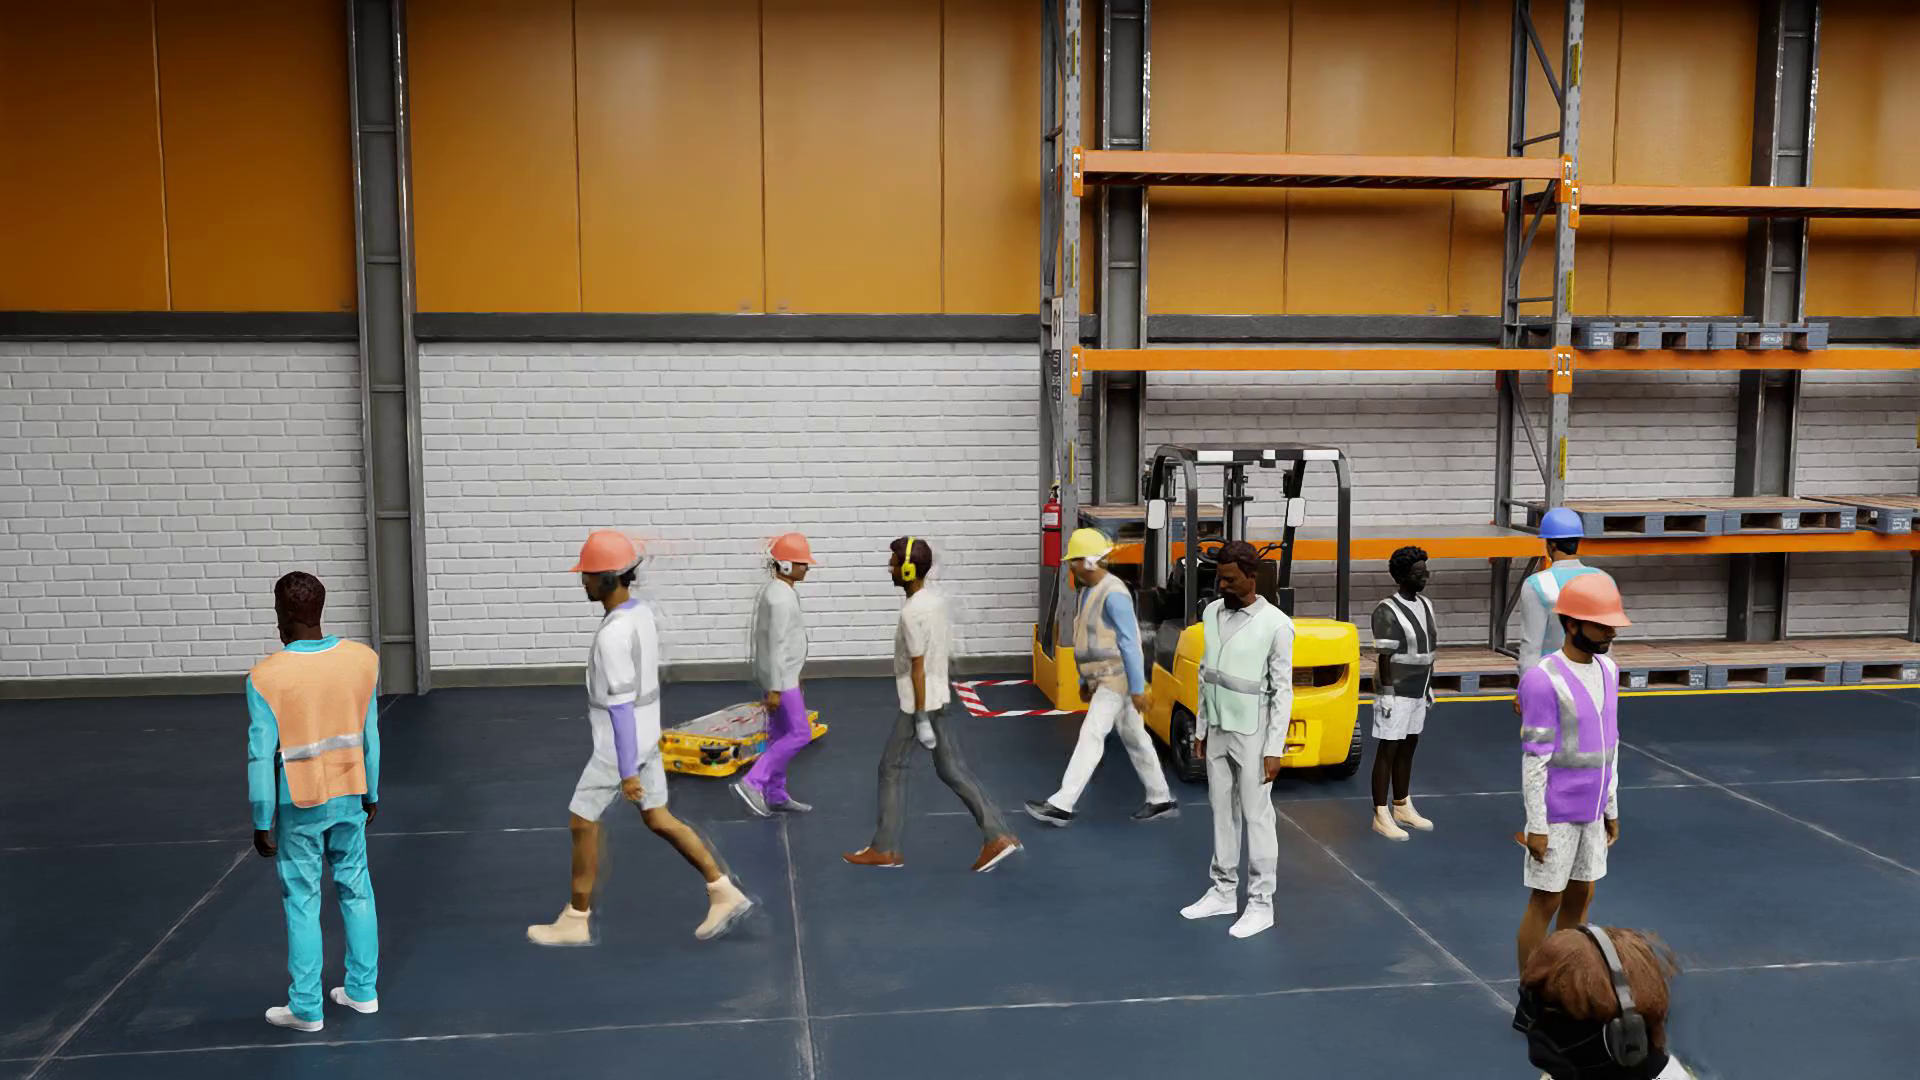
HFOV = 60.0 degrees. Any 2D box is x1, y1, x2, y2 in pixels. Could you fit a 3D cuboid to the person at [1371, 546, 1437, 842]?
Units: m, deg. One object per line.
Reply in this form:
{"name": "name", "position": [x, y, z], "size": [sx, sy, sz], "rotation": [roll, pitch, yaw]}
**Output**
{"name": "person", "position": [2.578, 0.875, 9.650], "size": [0.318, 1.697, 0.533], "rotation": [6, 9, 44]}

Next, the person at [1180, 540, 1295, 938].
{"name": "person", "position": [1.370, 0.945, 8.089], "size": [0.388, 1.916, 0.589], "rotation": [-4, 8, -34]}

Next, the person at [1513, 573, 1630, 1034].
{"name": "person", "position": [2.509, 1.090, 6.775], "size": [0.544, 1.930, 0.389], "rotation": [-4, 8, -34]}

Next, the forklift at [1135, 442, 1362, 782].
{"name": "forklift", "position": [1.912, 0.418, 11.496], "size": [1.214, 2.155, 2.313], "rotation": [-1, 7, -8]}

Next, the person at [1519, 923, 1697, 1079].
{"name": "person", "position": [1.263, 1.577, 2.987], "size": [0.766, 1.816, 0.633], "rotation": [0, 7, -2]}

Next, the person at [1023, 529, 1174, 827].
{"name": "person", "position": [0.847, 0.818, 9.840], "size": [0.972, 1.767, 0.605], "rotation": [-1, 7, -6]}

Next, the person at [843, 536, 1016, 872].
{"name": "person", "position": [-0.149, 0.887, 8.953], "size": [0.932, 1.839, 0.499], "rotation": [3, 7, 23]}

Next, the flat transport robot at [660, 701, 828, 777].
{"name": "flat transport robot", "position": [-1.554, 1.363, 11.559], "size": [0.652, 0.197, 1.431], "rotation": [3, 7, 25]}

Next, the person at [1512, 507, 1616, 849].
{"name": "person", "position": [3.369, 0.788, 9.330], "size": [0.616, 1.942, 0.408], "rotation": [-2, 7, -20]}

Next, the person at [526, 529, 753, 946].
{"name": "person", "position": [-1.509, 0.939, 7.798], "size": [1.031, 2.008, 0.604], "rotation": [1, 7, 7]}

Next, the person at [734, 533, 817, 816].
{"name": "person", "position": [-1.082, 0.816, 10.021], "size": [0.455, 1.731, 0.557], "rotation": [-1, 7, -13]}

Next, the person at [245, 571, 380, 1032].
{"name": "person", "position": [-2.672, 1.082, 6.925], "size": [0.397, 1.911, 0.587], "rotation": [5, 8, 36]}
